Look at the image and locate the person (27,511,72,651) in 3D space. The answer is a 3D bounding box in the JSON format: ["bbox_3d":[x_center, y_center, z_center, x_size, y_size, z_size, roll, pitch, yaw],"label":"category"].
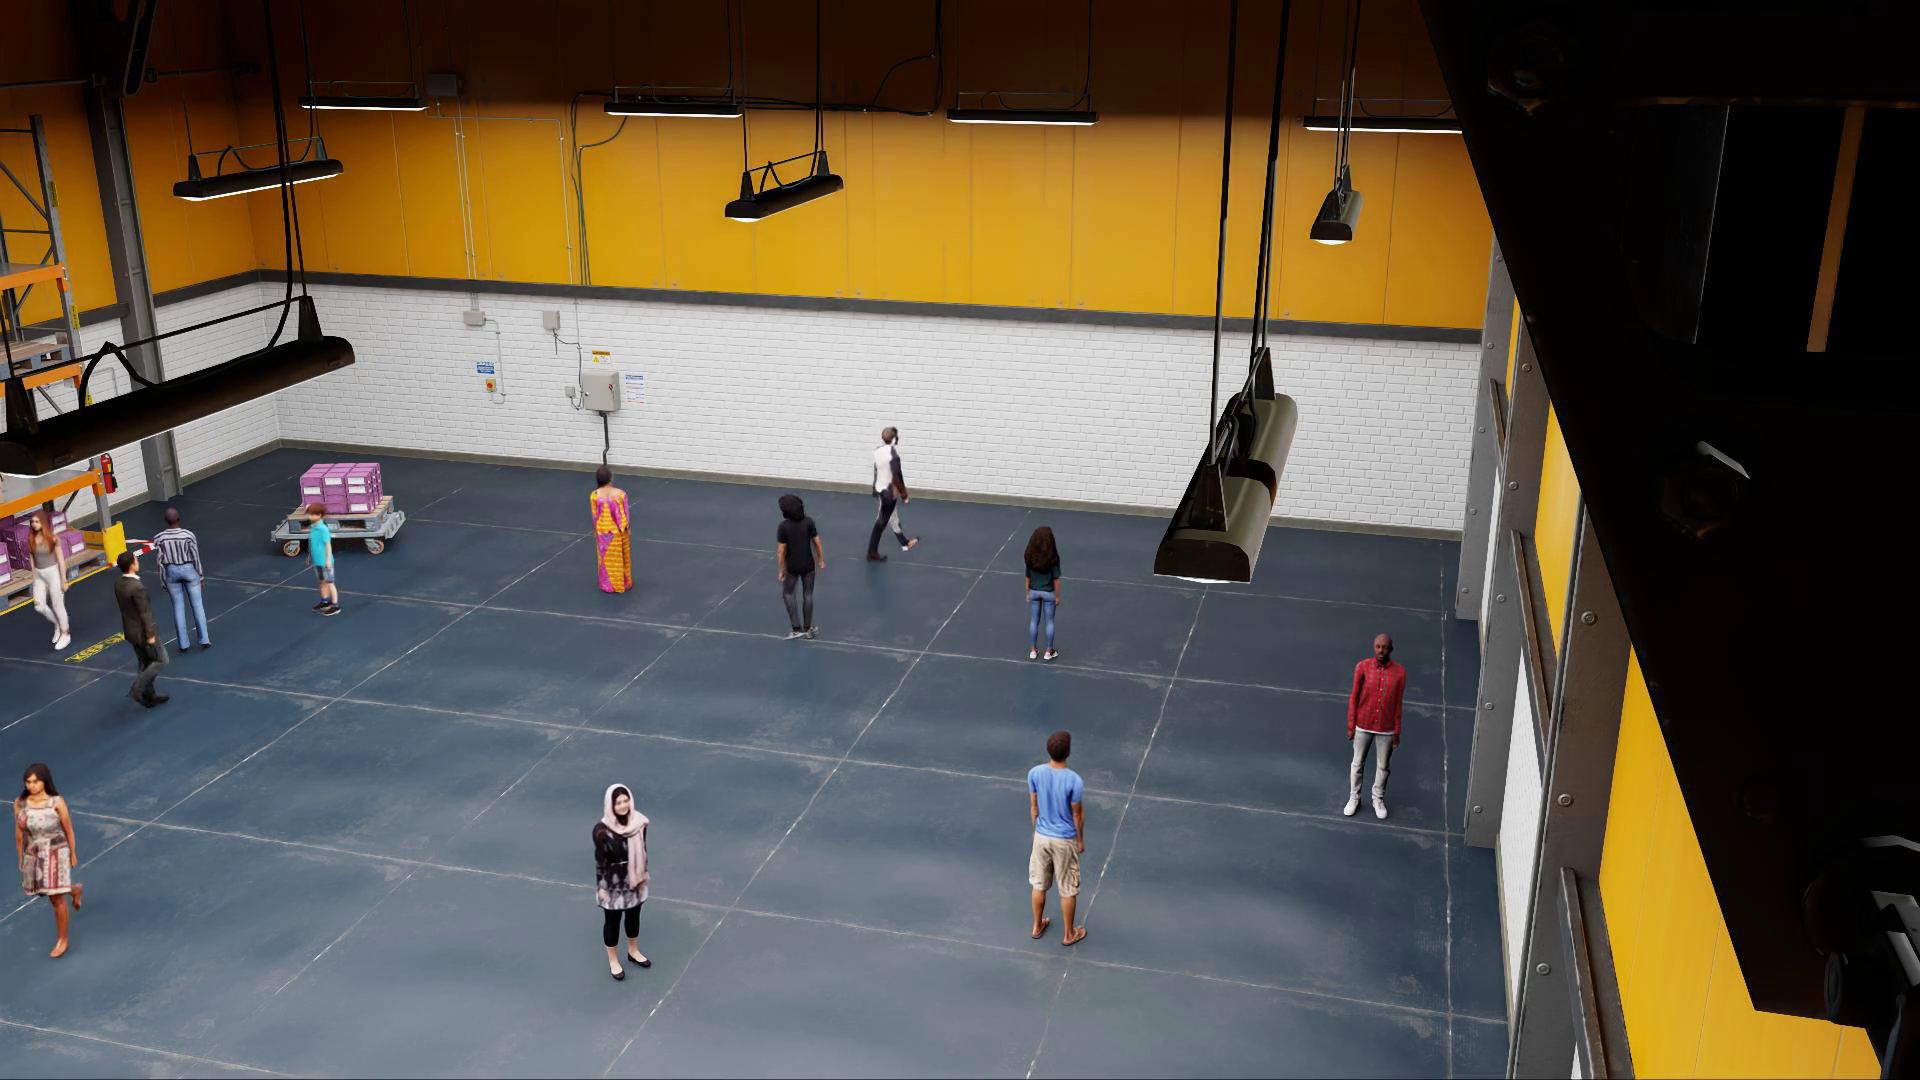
[{"bbox_3d":[-10.820,0.441,19.864,0.659,1.716,0.662,2,19,6],"label":"person"}]

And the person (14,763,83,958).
[{"bbox_3d":[-7.475,2.564,13.699,0.781,1.627,1.012,0,19,-1],"label":"person"}]

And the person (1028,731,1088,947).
[{"bbox_3d":[0.793,2.442,13.691,0.684,1.864,0.624,9,21,24],"label":"person"}]

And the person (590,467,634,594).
[{"bbox_3d":[-4.555,-0.164,21.704,0.742,1.688,0.774,-2,19,-7],"label":"person"}]

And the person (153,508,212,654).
[{"bbox_3d":[-9.187,0.469,19.658,0.698,1.795,0.718,-7,20,-19],"label":"person"}]

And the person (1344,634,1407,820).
[{"bbox_3d":[3.951,1.742,15.838,0.659,1.820,0.576,4,19,12],"label":"person"}]

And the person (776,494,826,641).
[{"bbox_3d":[-1.943,0.313,20.101,0.877,1.808,0.870,0,19,-1],"label":"person"}]

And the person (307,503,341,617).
[{"bbox_3d":[-8.027,0.213,20.959,0.608,1.449,0.611,15,24,37],"label":"person"}]

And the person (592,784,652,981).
[{"bbox_3d":[-2.702,2.693,13.299,0.722,1.638,0.808,-16,24,-39],"label":"person"}]

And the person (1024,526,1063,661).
[{"bbox_3d":[0.966,0.612,19.512,0.605,1.616,0.599,6,20,18],"label":"person"}]

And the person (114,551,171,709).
[{"bbox_3d":[-8.962,1.015,18.037,0.806,1.794,0.849,13,23,34],"label":"person"}]

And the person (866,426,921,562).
[{"bbox_3d":[-1.079,-0.596,22.744,1.222,1.844,1.174,-10,21,-28],"label":"person"}]
